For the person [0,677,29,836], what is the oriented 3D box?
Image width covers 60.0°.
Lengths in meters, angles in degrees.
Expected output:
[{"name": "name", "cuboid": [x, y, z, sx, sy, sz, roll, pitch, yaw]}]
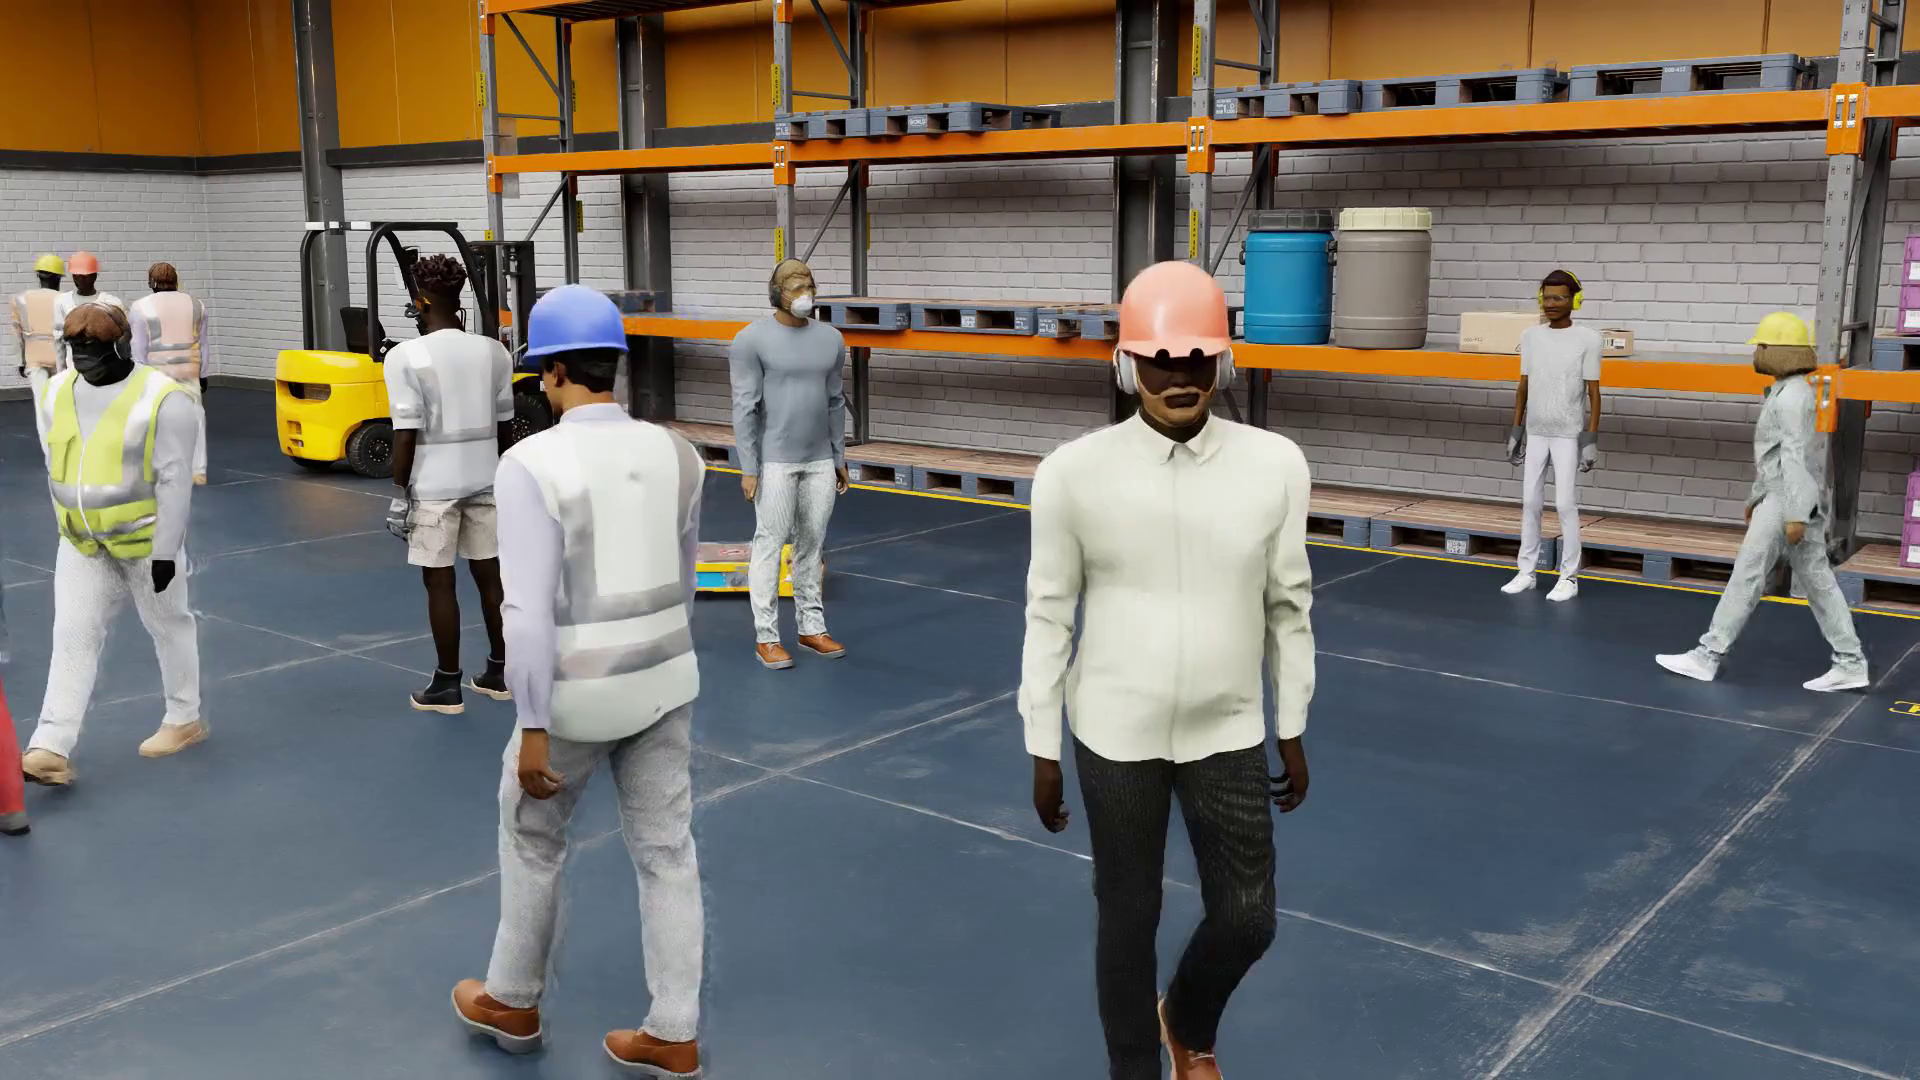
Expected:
[{"name": "person", "cuboid": [-3.433, 0.165, 5.516, 0.345, 1.772, 0.527, 4, 11, 23]}]

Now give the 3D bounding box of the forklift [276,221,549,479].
[{"name": "forklift", "cuboid": [-4.922, -1.741, 14.854, 1.214, 2.155, 2.313, 8, 13, 38]}]

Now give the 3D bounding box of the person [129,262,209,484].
[{"name": "person", "cuboid": [-6.478, -1.348, 13.653, 0.429, 1.844, 0.626, 9, 13, 40]}]

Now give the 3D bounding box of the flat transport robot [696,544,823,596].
[{"name": "flat transport robot", "cuboid": [-1.530, 0.163, 9.631, 1.431, 0.197, 0.652, 0, 10, -1]}]

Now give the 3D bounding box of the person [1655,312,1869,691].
[{"name": "person", "cuboid": [3.697, -0.164, 7.475, 0.888, 1.700, 0.500, 6, 12, 31]}]

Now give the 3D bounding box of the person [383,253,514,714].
[{"name": "person", "cuboid": [-2.188, -0.239, 7.160, 0.361, 1.963, 0.613, 8, 13, 38]}]

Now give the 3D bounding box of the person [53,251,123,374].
[{"name": "person", "cuboid": [-7.274, -1.442, 13.922, 0.594, 1.927, 0.455, -2, 10, -10]}]

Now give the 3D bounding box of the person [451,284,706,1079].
[{"name": "person", "cuboid": [-0.948, 0.349, 4.055, 0.865, 1.909, 0.629, 8, 13, 39]}]

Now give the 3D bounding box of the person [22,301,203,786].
[{"name": "person", "cuboid": [-3.187, 0.020, 6.210, 0.636, 1.788, 0.965, 1, 10, 8]}]

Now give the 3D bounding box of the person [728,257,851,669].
[{"name": "person", "cuboid": [-0.793, -0.367, 7.951, 0.630, 1.940, 0.372, -9, 13, -40]}]

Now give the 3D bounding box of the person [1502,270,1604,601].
[{"name": "person", "cuboid": [3.349, -0.586, 9.390, 0.322, 1.860, 0.521, -9, 13, -40]}]

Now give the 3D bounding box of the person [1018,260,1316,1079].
[{"name": "person", "cuboid": [0.439, 0.409, 3.531, 0.645, 1.977, 0.437, -1, 10, -4]}]

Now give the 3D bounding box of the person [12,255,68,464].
[{"name": "person", "cuboid": [-8.234, -1.629, 15.101, 0.602, 1.876, 0.969, -4, 11, -19]}]
